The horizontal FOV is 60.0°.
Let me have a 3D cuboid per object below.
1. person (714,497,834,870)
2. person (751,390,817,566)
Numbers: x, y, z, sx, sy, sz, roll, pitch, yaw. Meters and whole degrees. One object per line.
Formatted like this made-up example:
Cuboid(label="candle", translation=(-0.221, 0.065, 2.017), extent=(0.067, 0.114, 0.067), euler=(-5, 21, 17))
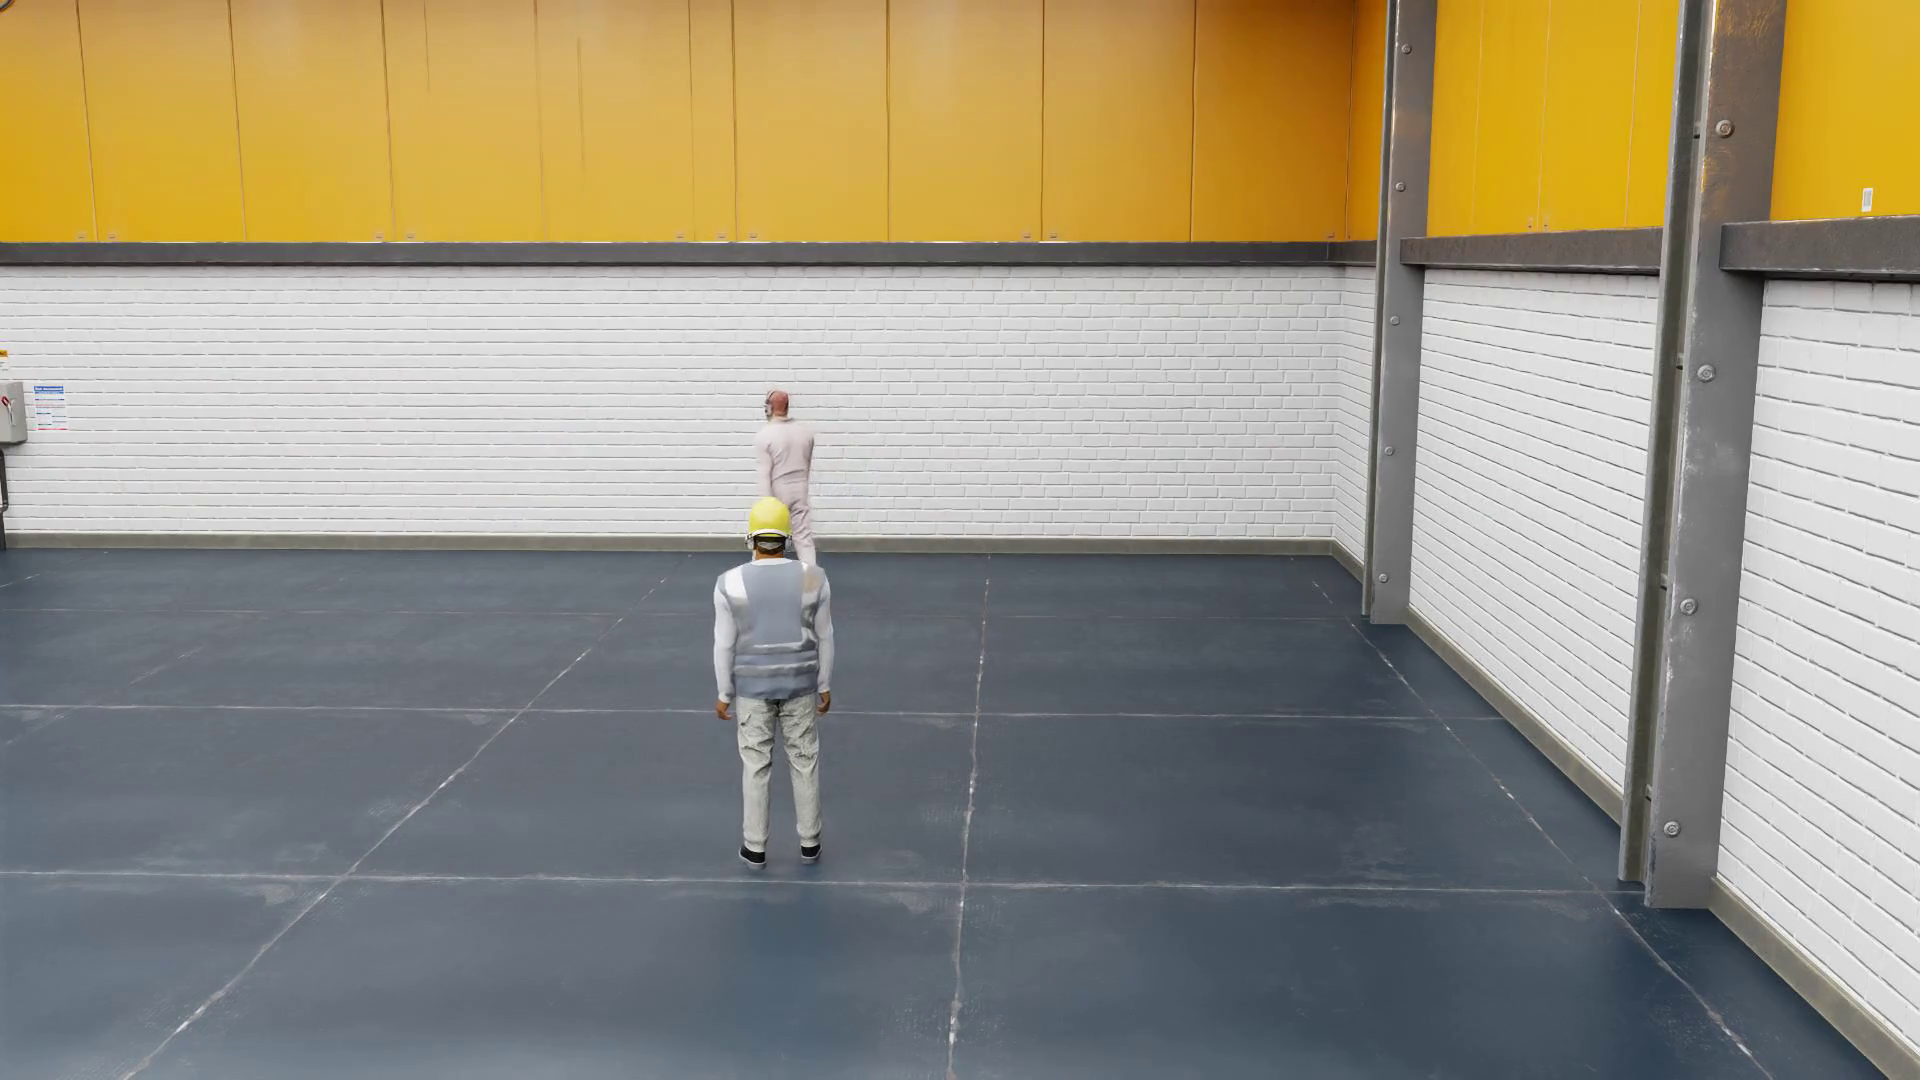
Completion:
Cuboid(label="person", translation=(-0.909, 0.700, 8.145), extent=(0.586, 1.835, 0.403), euler=(-2, 10, -14))
Cuboid(label="person", translation=(-1.547, -0.357, 14.270), extent=(0.642, 1.853, 1.007), euler=(-8, 13, -41))
